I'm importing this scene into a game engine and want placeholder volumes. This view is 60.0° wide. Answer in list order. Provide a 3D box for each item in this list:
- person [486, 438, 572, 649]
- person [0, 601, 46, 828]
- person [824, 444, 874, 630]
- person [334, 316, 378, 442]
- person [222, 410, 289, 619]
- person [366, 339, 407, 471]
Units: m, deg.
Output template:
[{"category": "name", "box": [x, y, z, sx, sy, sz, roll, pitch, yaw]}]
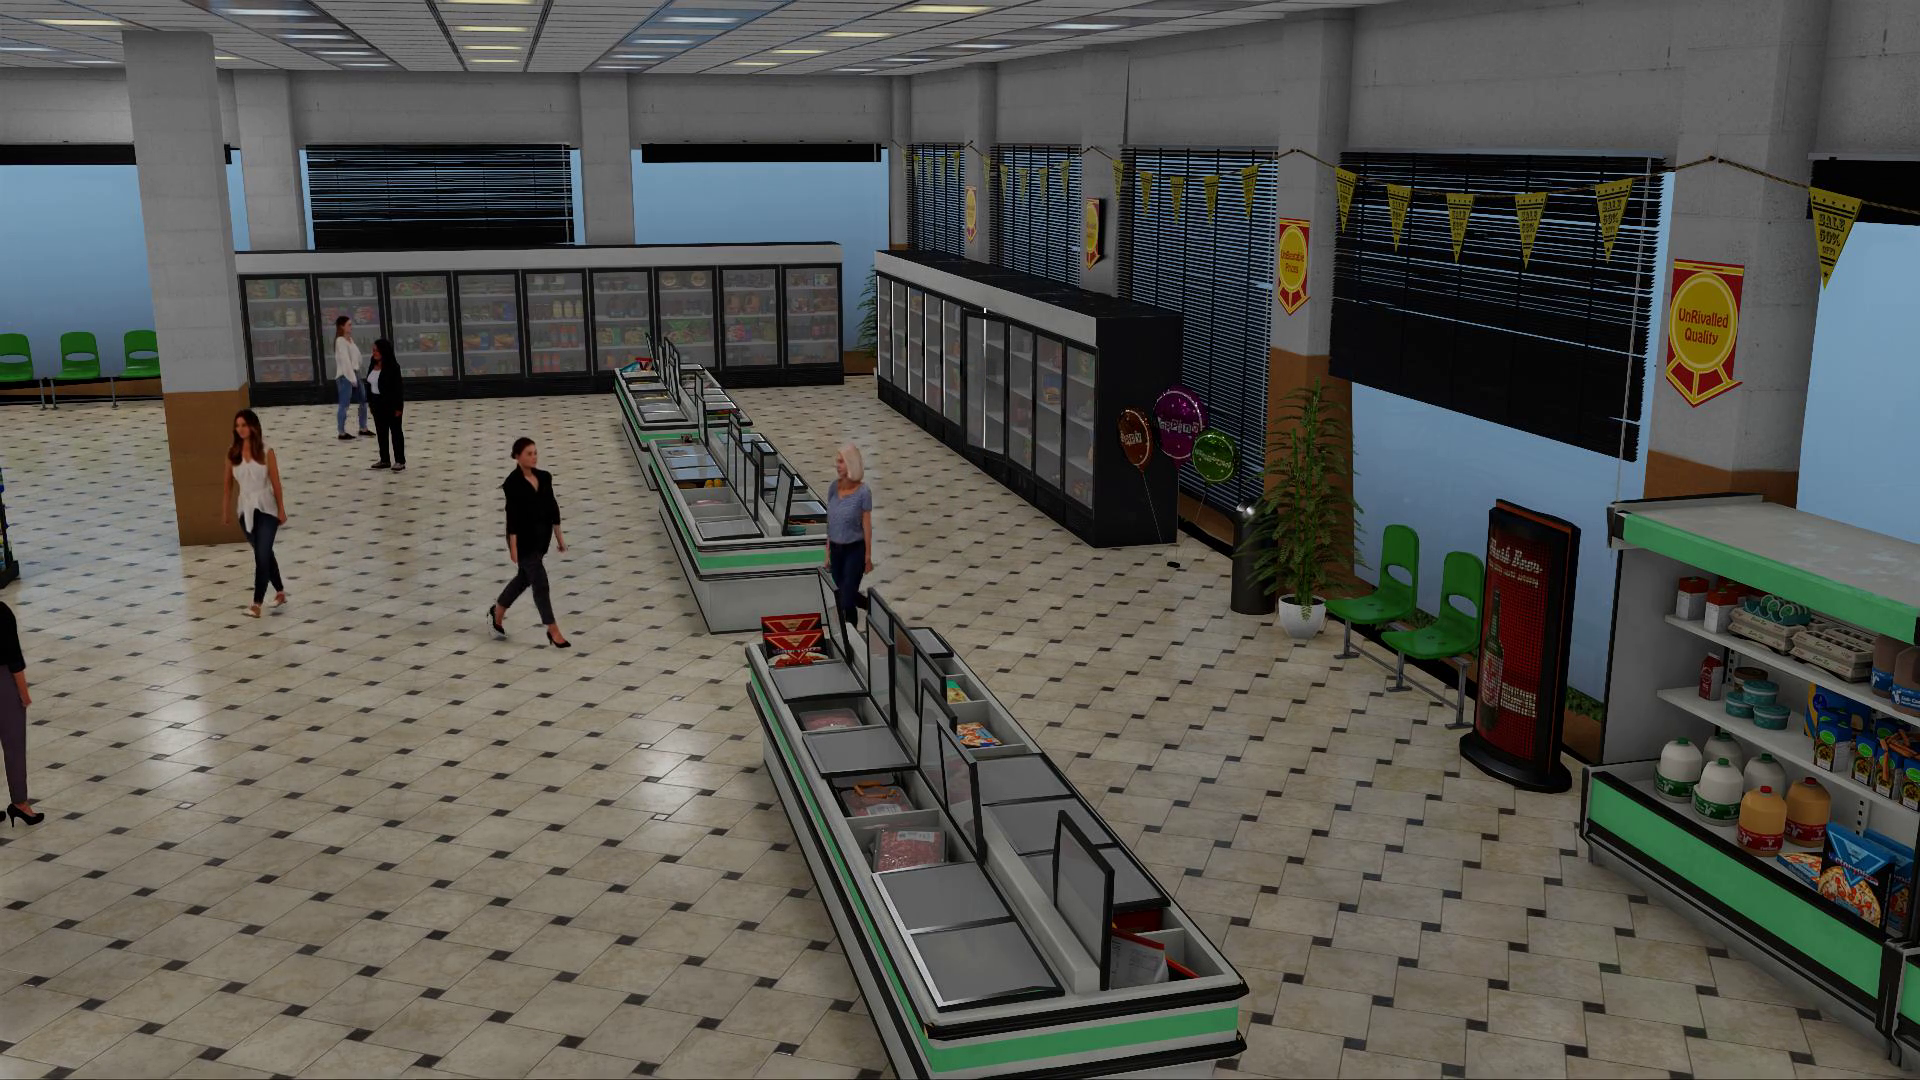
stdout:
[{"category": "person", "box": [-3.509, 0.032, 13.307, 1.165, 1.673, 1.134, 7, 15, 25]}, {"category": "person", "box": [-5.698, 0.889, 9.779, 0.676, 1.671, 0.670, 3, 14, 11]}, {"category": "person", "box": [-0.808, 0.094, 13.000, 0.984, 1.699, 0.960, 11, 17, 38]}, {"category": "person", "box": [-8.269, -2.137, 22.247, 0.809, 1.675, 0.766, 1, 14, 4]}, {"category": "person", "box": [-5.954, -0.228, 14.224, 0.845, 1.748, 1.115, 1, 14, 5]}, {"category": "person", "box": [-7.044, -1.669, 20.441, 0.759, 1.617, 0.800, 5, 15, 20]}]
